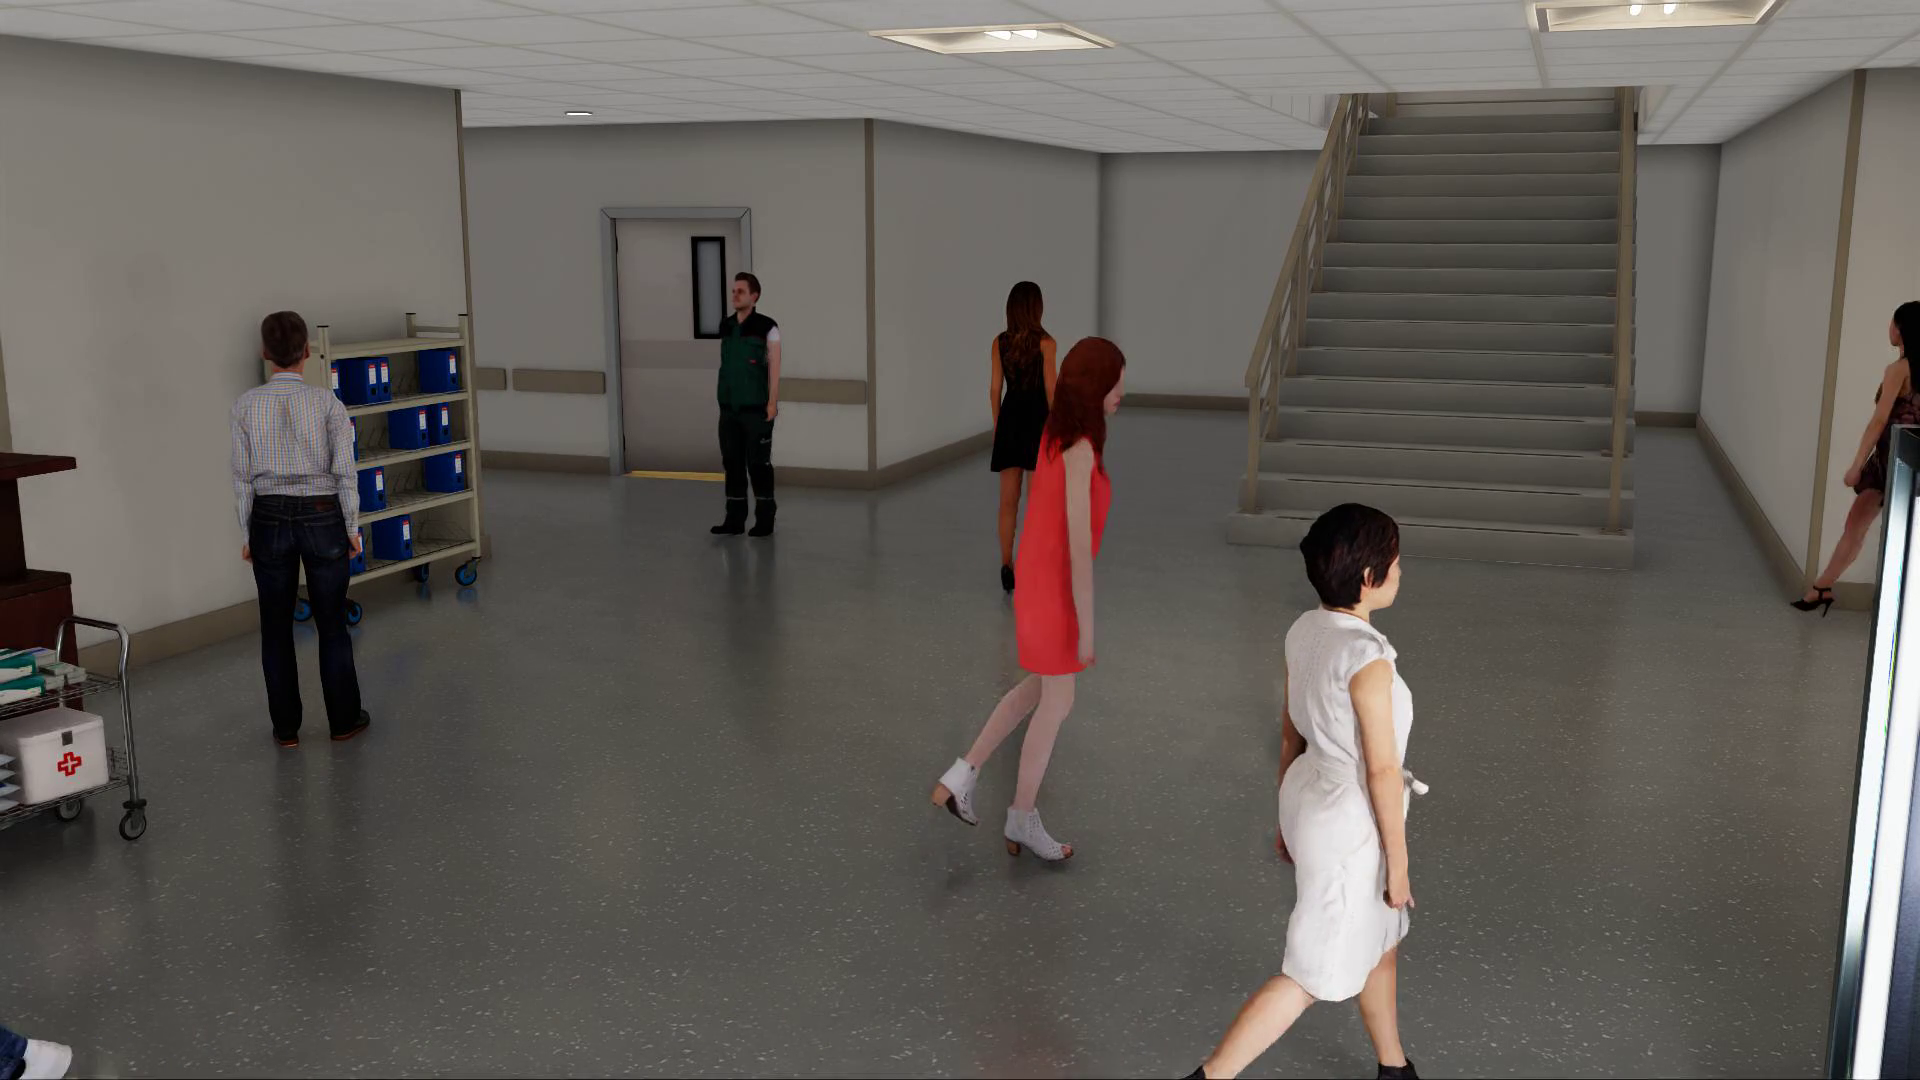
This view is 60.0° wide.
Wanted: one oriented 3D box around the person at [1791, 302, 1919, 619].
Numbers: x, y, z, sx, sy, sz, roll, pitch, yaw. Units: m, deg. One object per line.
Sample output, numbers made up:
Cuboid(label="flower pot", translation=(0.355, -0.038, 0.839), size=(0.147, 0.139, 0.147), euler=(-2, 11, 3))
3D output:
Cuboid(label="person", translation=(4.939, -0.297, 8.555), size=(1.197, 1.710, 1.095), euler=(-9, 14, -38))

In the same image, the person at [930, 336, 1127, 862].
Cuboid(label="person", translation=(0.265, 0.224, 5.583), size=(0.934, 1.793, 0.920), euler=(-3, 11, -18))

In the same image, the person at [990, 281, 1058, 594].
Cuboid(label="person", translation=(0.377, -0.598, 9.804), size=(0.588, 1.834, 0.531), euler=(5, 12, 23))

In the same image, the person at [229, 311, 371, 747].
Cuboid(label="person", translation=(-2.773, -0.052, 6.970), size=(0.739, 1.818, 0.754), euler=(-3, 11, -13))

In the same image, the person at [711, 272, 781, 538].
Cuboid(label="person", translation=(-1.477, -0.945, 11.608), size=(0.677, 1.844, 0.671), euler=(6, 12, 28))

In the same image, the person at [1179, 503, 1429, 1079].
Cuboid(label="person", translation=(0.797, 0.703, 3.787), size=(0.990, 1.523, 1.023), euler=(-3, 11, -15))
